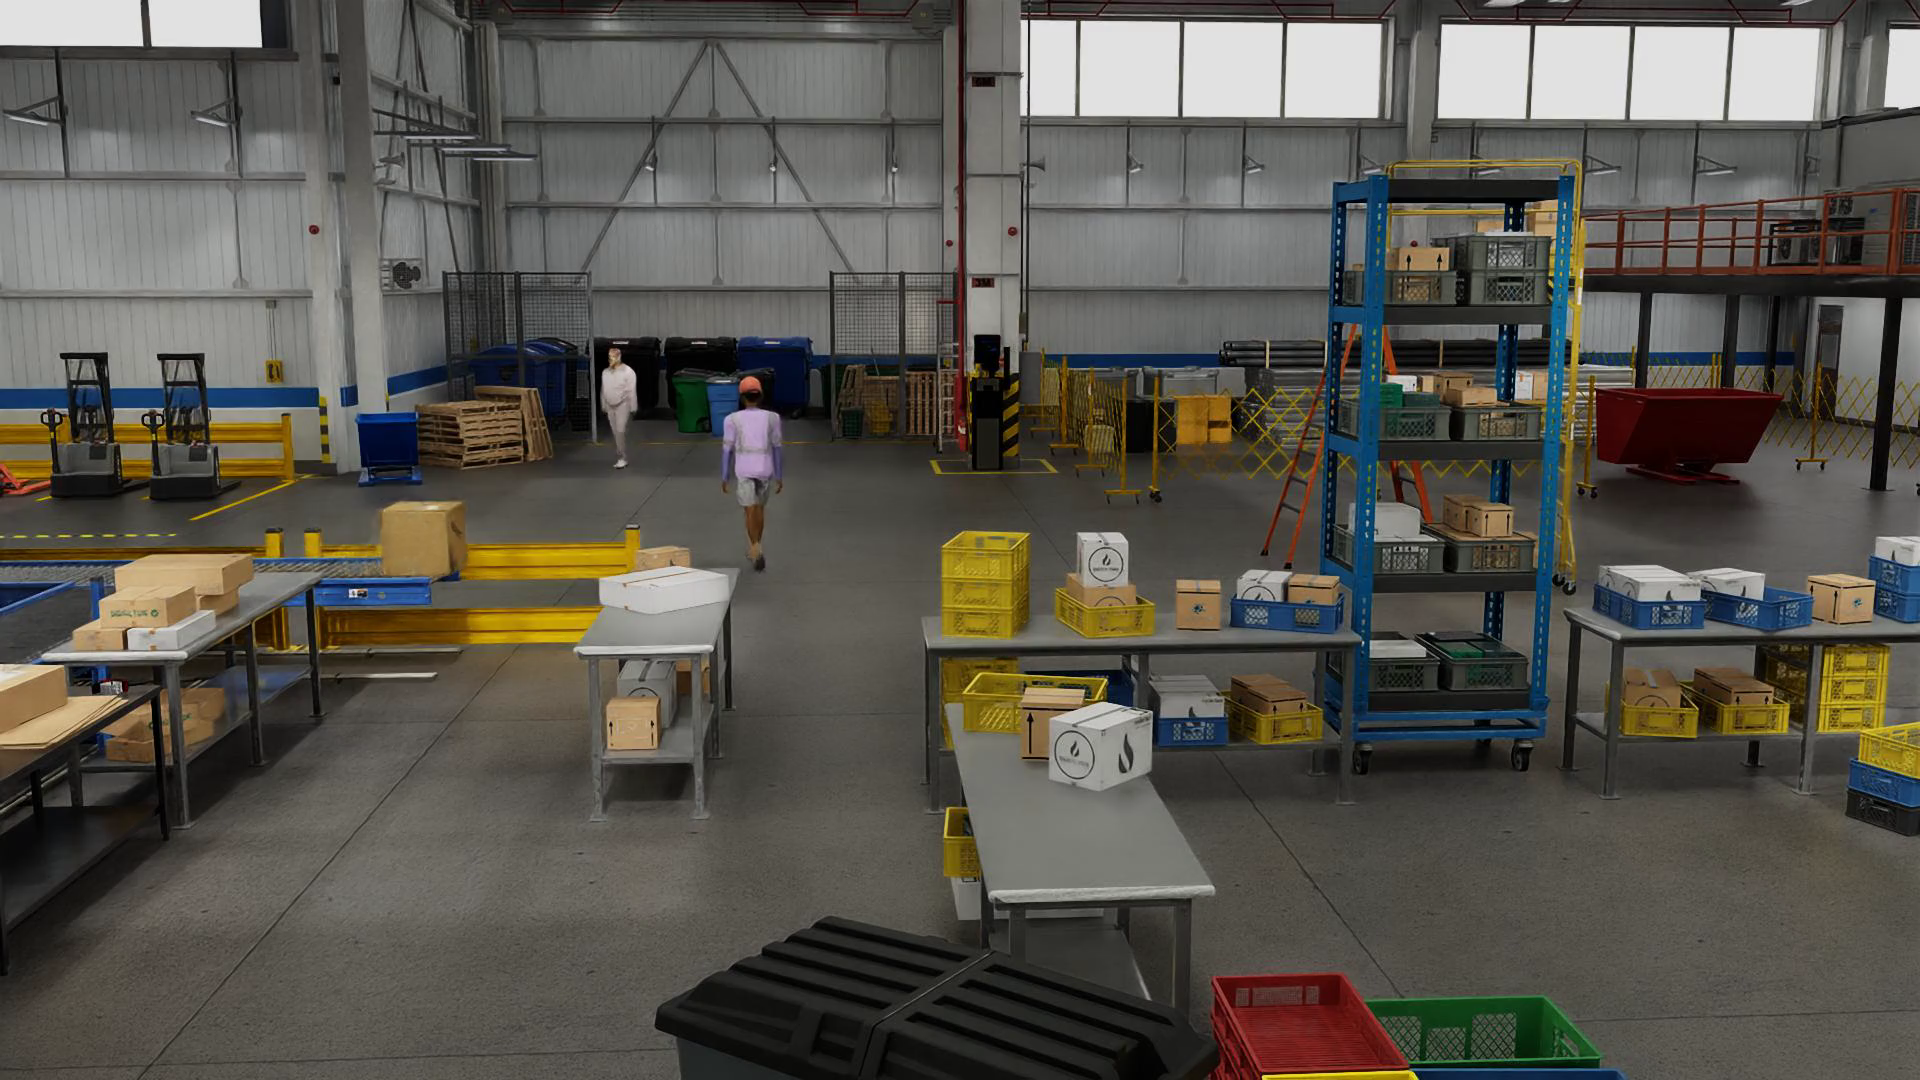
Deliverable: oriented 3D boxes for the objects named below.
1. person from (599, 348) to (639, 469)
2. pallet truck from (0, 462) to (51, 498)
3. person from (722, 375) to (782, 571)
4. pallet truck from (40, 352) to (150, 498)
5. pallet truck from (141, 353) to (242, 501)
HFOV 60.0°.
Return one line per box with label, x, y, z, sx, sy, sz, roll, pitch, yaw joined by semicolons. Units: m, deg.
person;-5.414;-2.058;26.107;0.670;1.891;0.686;5;10;29
pallet truck;-13.193;-1.293;23.148;0.653;1.274;1.630;-1;9;-4
person;-2.133;-0.696;17.238;0.616;2.009;0.993;-3;10;-19
pallet truck;-11.907;-1.642;23.165;0.823;1.965;1.885;0;9;0
pallet truck;-10.520;-1.604;22.925;0.823;1.965;1.885;-1;9;-6
